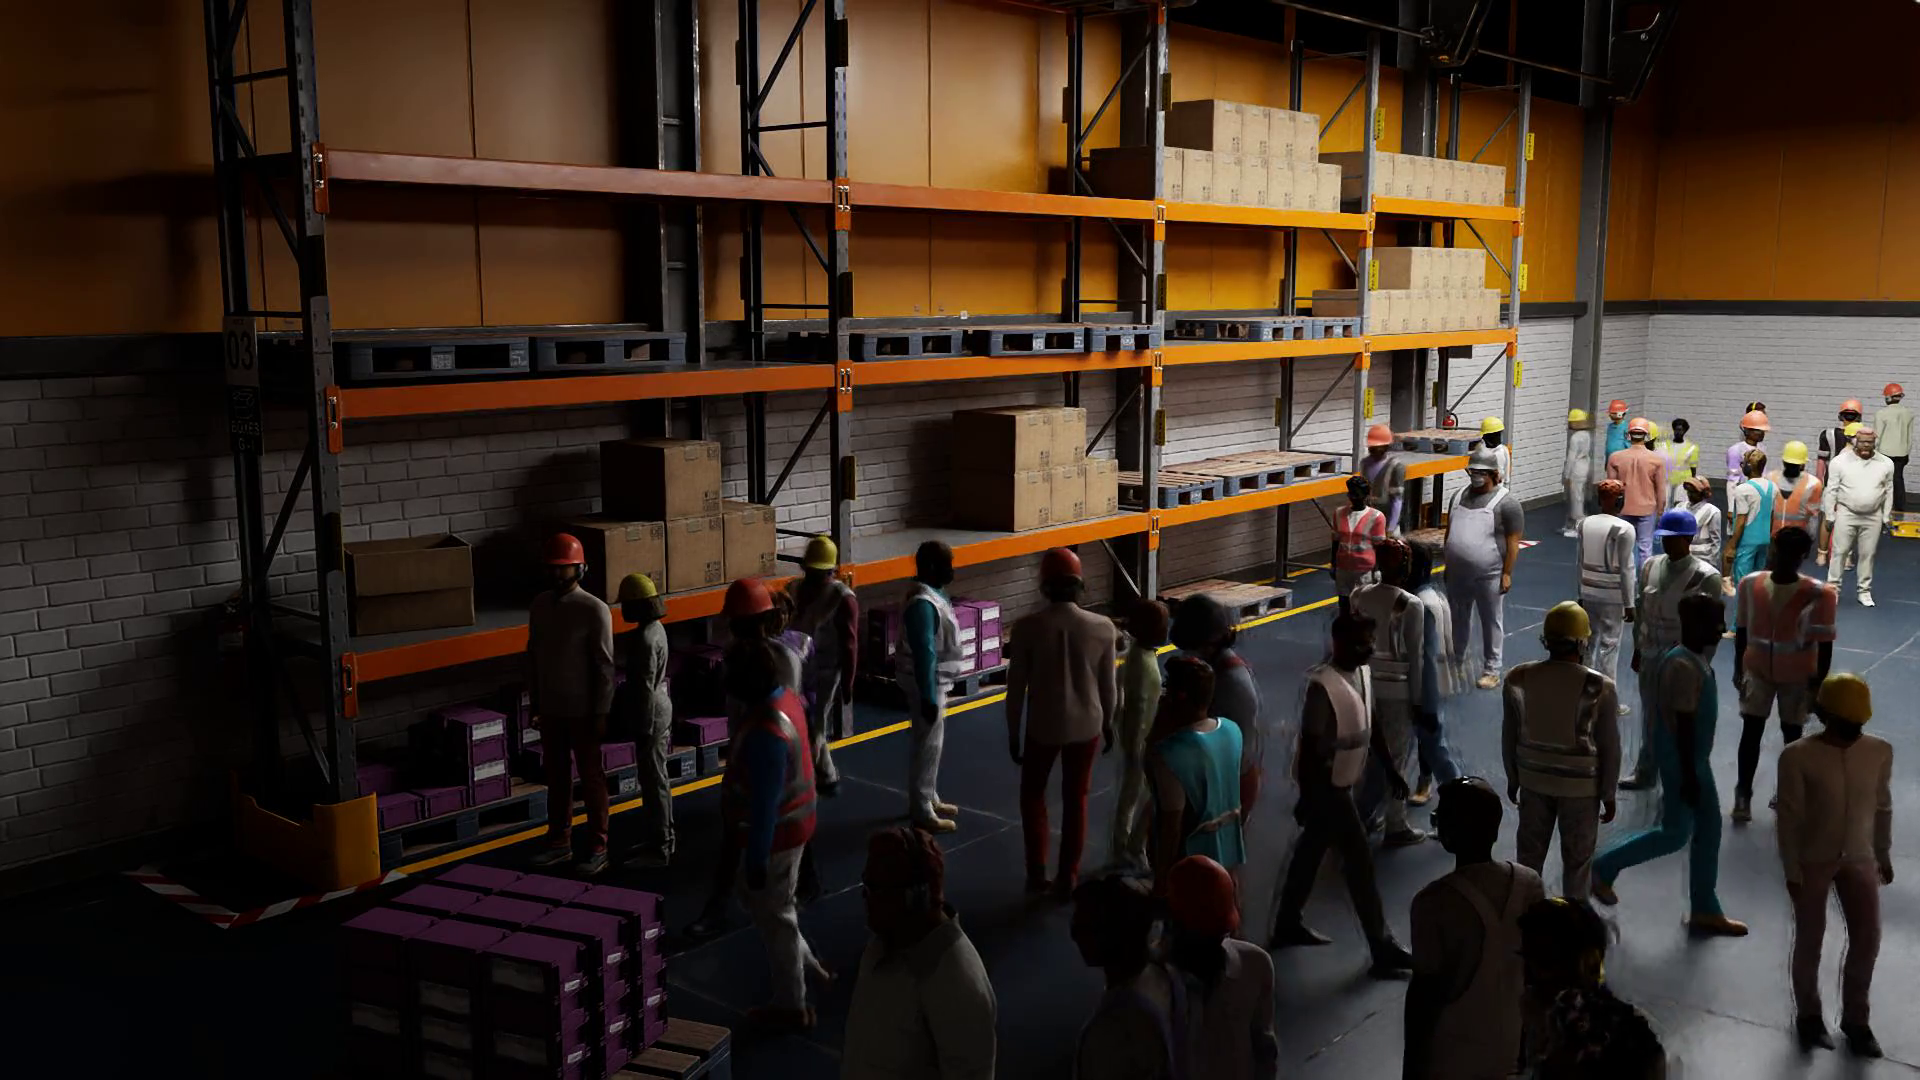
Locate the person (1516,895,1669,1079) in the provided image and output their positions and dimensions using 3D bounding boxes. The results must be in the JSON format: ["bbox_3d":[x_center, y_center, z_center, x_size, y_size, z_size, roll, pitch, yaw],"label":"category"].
[{"bbox_3d":[1.728,1.838,4.539,1.017,1.796,0.618,-5,10,-29],"label":"person"}]

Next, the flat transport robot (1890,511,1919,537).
[{"bbox_3d":[13.004,-0.212,22.627,0.652,0.197,1.431,4,10,24],"label":"flat transport robot"}]

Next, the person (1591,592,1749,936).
[{"bbox_3d":[3.746,1.167,8.777,0.798,1.821,0.518,6,10,32],"label":"person"}]

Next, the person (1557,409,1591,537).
[{"bbox_3d":[8.189,-0.899,22.335,0.546,1.725,0.513,7,11,39],"label":"person"}]

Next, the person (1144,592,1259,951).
[{"bbox_3d":[1.154,1.173,8.014,0.540,2.000,0.726,-2,9,-14],"label":"person"}]

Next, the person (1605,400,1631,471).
[{"bbox_3d":[9.363,-1.118,23.732,0.345,1.745,0.564,-2,9,-11],"label":"person"}]

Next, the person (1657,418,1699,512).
[{"bbox_3d":[9.333,-0.771,21.692,0.541,1.681,0.589,5,10,29],"label":"person"}]

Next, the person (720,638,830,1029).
[{"bbox_3d":[-0.869,1.341,7.588,0.435,1.833,0.670,0,9,0],"label":"person"}]

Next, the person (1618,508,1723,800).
[{"bbox_3d":[4.722,0.750,11.038,0.387,1.948,0.602,-5,10,-31],"label":"person"}]

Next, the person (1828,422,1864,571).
[{"bbox_3d":[10.589,-0.520,19.821,0.317,1.766,0.534,6,11,36],"label":"person"}]

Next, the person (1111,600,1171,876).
[{"bbox_3d":[1.068,1.142,9.594,0.429,1.617,0.506,0,9,2],"label":"person"}]

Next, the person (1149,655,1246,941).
[{"bbox_3d":[1.009,1.408,7.117,0.392,1.846,0.564,8,12,40],"label":"person"}]

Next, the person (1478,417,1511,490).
[{"bbox_3d":[5.993,-0.430,18.740,0.373,1.920,0.585,2,9,16],"label":"person"}]

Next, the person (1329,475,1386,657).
[{"bbox_3d":[3.592,0.252,15.080,0.535,1.691,0.317,7,11,39],"label":"person"}]

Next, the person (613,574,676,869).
[{"bbox_3d":[-1.857,1.053,9.791,0.324,1.729,0.492,-1,9,-7],"label":"person"}]

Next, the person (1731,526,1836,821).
[{"bbox_3d":[5.181,0.841,10.544,0.640,1.905,0.982,7,11,40],"label":"person"}]

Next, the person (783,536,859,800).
[{"bbox_3d":[-0.986,0.855,10.821,0.696,1.802,0.553,7,11,38],"label":"person"}]

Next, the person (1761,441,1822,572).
[{"bbox_3d":[8.127,-0.044,16.361,0.586,1.881,0.597,6,11,36],"label":"person"}]

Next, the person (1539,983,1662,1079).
[{"bbox_3d":[1.254,1.888,3.747,0.698,1.928,0.485,2,9,11],"label":"person"}]

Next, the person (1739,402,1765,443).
[{"bbox_3d":[10.319,-0.869,21.733,0.331,1.872,0.513,5,10,30],"label":"person"}]

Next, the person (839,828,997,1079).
[{"bbox_3d":[-0.147,1.745,4.756,0.403,1.906,0.651,-4,9,-22],"label":"person"}]

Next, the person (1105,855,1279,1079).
[{"bbox_3d":[0.714,1.786,5.024,0.555,1.743,0.344,-3,9,-18],"label":"person"}]

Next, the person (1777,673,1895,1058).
[{"bbox_3d":[3.878,1.428,7.341,0.587,1.727,0.503,0,9,0],"label":"person"}]

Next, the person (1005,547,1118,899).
[{"bbox_3d":[0.562,1.021,9.180,0.633,1.978,0.414,0,9,-3],"label":"person"}]

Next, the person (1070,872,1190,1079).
[{"bbox_3d":[0.363,1.796,4.717,0.832,1.811,0.525,6,10,33],"label":"person"}]

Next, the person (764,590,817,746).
[{"bbox_3d":[-1.084,1.098,9.778,0.514,1.643,0.307,-5,10,-28],"label":"person"}]

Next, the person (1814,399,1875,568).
[{"bbox_3d":[10.621,-0.677,19.993,0.611,2.030,0.409,4,10,24],"label":"person"}]

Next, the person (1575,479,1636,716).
[{"bbox_3d":[5.111,0.456,13.190,0.364,1.879,0.579,-4,9,-22],"label":"person"}]

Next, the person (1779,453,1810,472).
[{"bbox_3d":[8.548,-0.114,17.203,0.328,1.765,0.528,0,9,1],"label":"person"}]

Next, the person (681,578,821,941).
[{"bbox_3d":[-1.067,1.133,8.795,0.561,1.885,1.018,6,11,35],"label":"person"}]

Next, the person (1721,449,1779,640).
[{"bbox_3d":[7.536,0.051,15.881,0.507,1.846,0.346,-4,10,-26],"label":"person"}]

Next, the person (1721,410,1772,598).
[{"bbox_3d":[8.570,-0.389,18.079,0.612,2.041,0.394,-6,10,-33],"label":"person"}]

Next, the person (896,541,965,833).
[{"bbox_3d":[-0.183,0.907,10.436,0.432,1.829,0.687,0,9,1],"label":"person"}]

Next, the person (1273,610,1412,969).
[{"bbox_3d":[1.999,1.242,8.355,0.927,1.797,0.590,5,10,27],"label":"person"}]

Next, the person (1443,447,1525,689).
[{"bbox_3d":[4.366,0.229,14.099,0.538,2.000,0.685,-8,12,-42],"label":"person"}]

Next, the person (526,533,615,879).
[{"bbox_3d":[-2.265,0.947,9.611,0.616,1.997,0.373,5,10,28],"label":"person"}]

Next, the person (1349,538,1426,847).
[{"bbox_3d":[2.613,0.921,10.145,0.354,1.883,0.576,-6,11,-35],"label":"person"}]

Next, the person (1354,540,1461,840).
[{"bbox_3d":[2.737,0.930,10.191,0.985,1.849,0.621,2,9,14],"label":"person"}]

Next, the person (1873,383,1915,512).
[{"bbox_3d":[13.329,-1.252,23.829,0.616,1.986,0.399,-1,9,-8],"label":"person"}]

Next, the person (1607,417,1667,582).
[{"bbox_3d":[7.212,-0.314,17.769,0.608,1.990,0.385,4,10,26],"label":"person"}]

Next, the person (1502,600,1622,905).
[{"bbox_3d":[3.041,1.213,8.414,0.590,1.836,0.404,7,11,38],"label":"person"}]

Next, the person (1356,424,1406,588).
[{"bbox_3d":[4.365,-0.220,17.205,0.981,1.996,0.612,-7,11,-39],"label":"person"}]

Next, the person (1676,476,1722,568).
[{"bbox_3d":[6.840,0.211,15.503,0.314,1.640,0.514,-4,10,-25],"label":"person"}]

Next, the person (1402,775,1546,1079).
[{"bbox_3d":[1.662,1.672,5.466,0.504,1.840,0.344,-3,9,-21],"label":"person"}]

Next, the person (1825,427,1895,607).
[{"bbox_3d":[9.496,-0.241,17.571,0.652,1.904,0.402,2,9,15],"label":"person"}]
